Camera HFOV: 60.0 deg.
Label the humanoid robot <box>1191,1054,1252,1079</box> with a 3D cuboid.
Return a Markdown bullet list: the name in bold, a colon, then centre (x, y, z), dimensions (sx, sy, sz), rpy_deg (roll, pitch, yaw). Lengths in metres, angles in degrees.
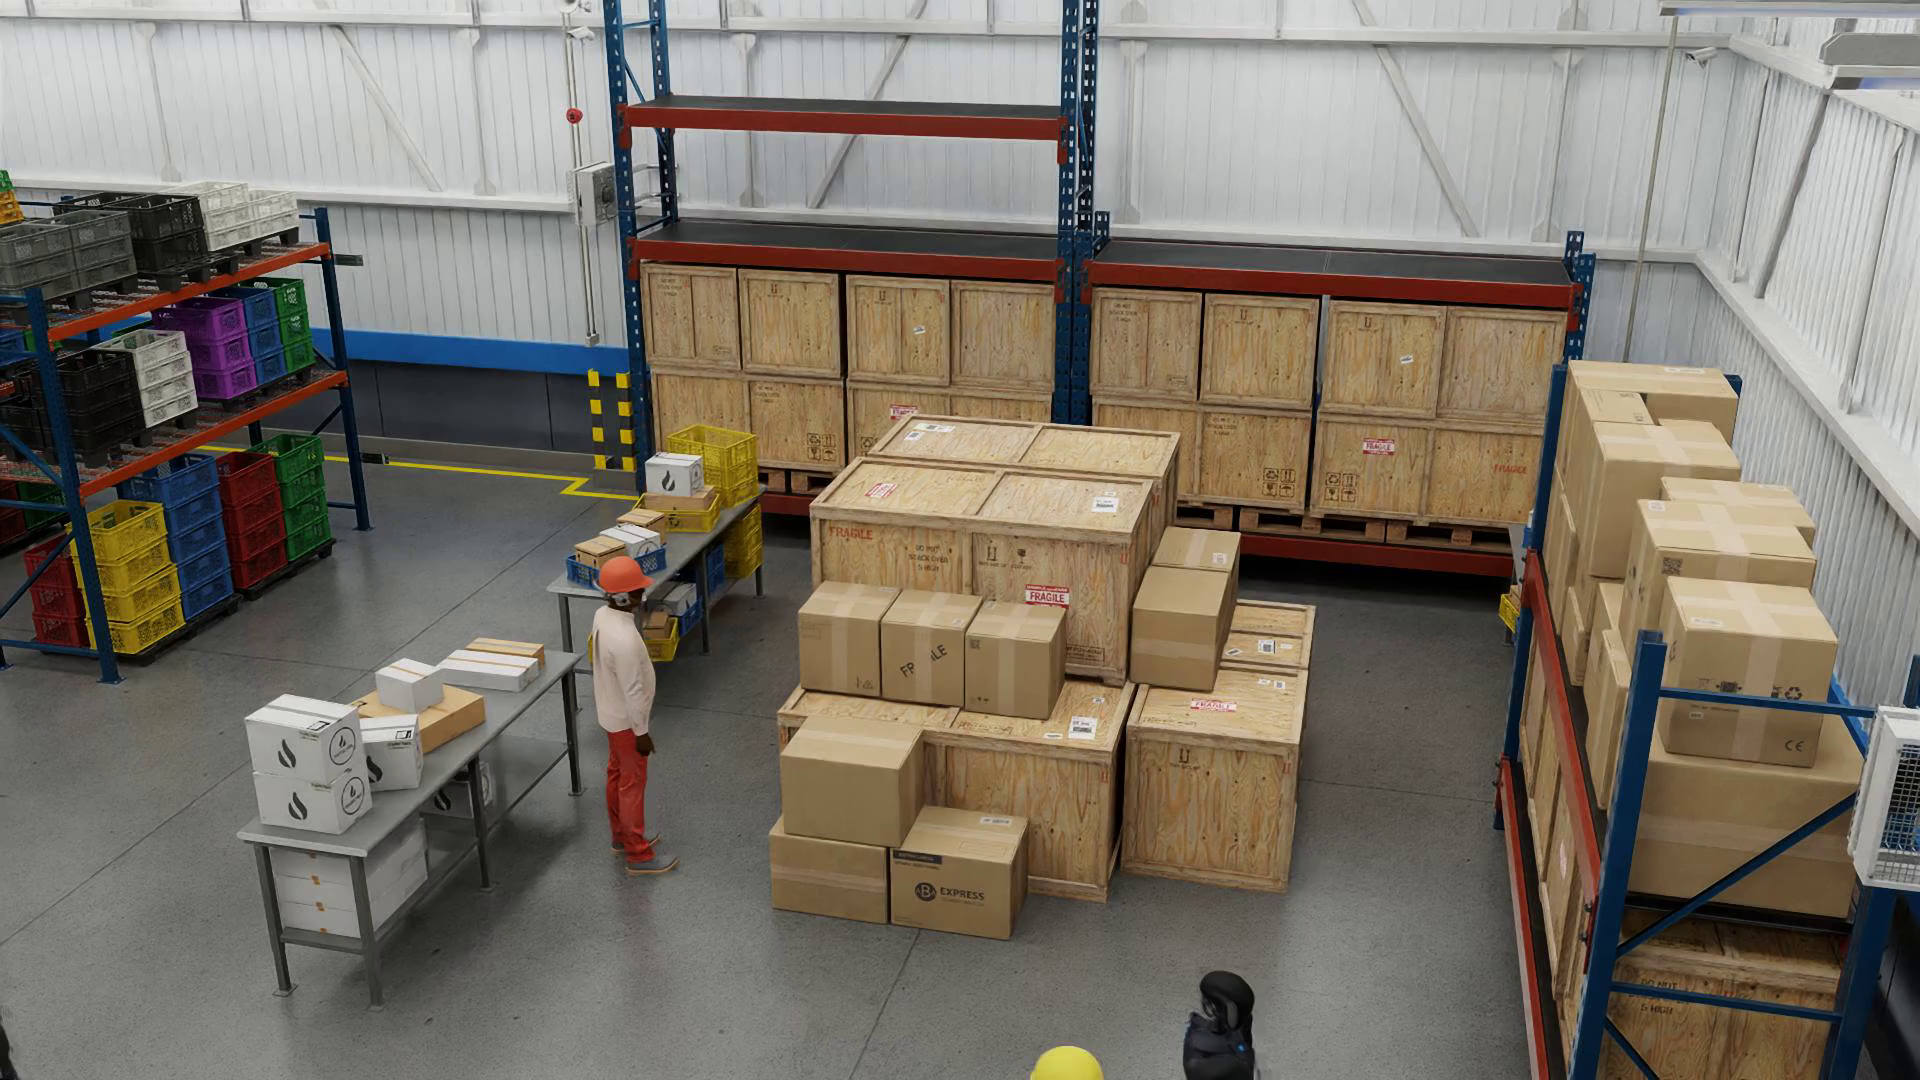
- **humanoid robot**: centre (1.052, 2.613, 6.253), dimensions (0.496, 1.642, 0.603), rpy_deg (-3, 21, -8)

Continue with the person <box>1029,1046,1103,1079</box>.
- **person**: centre (0.333, 2.612, 5.901), dimensions (0.370, 1.920, 0.584), rpy_deg (3, 21, 7)

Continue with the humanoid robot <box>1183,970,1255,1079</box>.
- **humanoid robot**: centre (1.012, 2.439, 6.686), dimensions (0.324, 1.653, 0.573), rpy_deg (14, 25, 31)

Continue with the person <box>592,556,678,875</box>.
- **person**: centre (-1.972, 1.038, 9.915), dimensions (0.379, 1.995, 0.608), rpy_deg (-10, 23, -24)
